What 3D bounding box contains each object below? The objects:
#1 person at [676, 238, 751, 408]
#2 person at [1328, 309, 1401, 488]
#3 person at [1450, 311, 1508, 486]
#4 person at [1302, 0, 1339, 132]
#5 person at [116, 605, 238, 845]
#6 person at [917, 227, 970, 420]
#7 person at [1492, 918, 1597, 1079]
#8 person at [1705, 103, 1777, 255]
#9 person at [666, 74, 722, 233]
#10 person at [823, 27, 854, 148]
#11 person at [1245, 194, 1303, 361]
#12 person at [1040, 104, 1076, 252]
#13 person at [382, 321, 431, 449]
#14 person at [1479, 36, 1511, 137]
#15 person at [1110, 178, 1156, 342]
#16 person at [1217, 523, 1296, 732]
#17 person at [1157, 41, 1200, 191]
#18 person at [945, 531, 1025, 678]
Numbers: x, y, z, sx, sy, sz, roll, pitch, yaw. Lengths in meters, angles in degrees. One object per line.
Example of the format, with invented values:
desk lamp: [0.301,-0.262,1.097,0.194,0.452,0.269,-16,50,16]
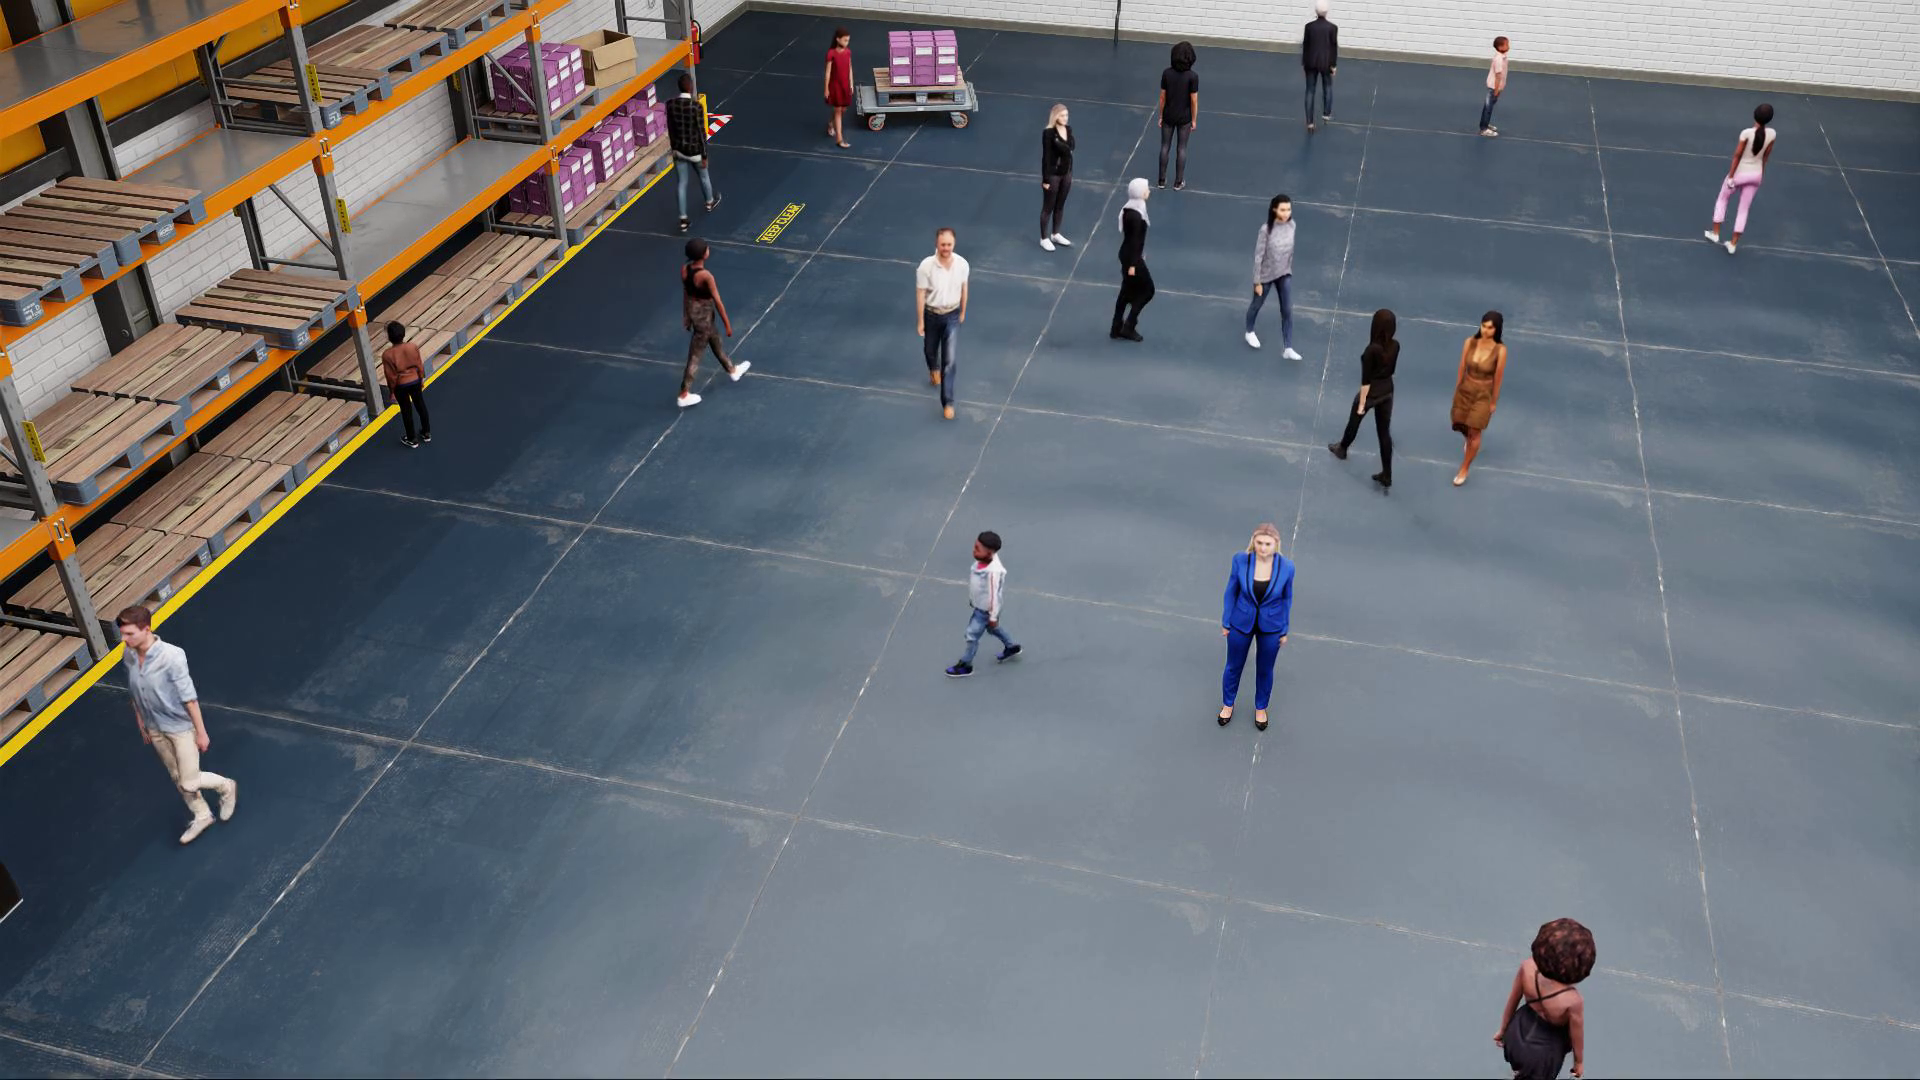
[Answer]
person: [-2.525,-2.036,15.867,0.981,1.647,1.245,28,43,35]
person: [3.721,-1.217,14.682,1.016,1.594,1.128,-14,36,-20]
person: [4.605,-1.287,14.709,0.738,1.681,0.864,25,41,32]
person: [4.818,-6.299,22.217,0.830,1.756,0.965,14,36,20]
person: [-5.088,1.156,10.894,0.673,1.836,0.710,11,35,16]
person: [-0.193,-2.170,15.910,0.956,1.822,1.320,-2,34,-4]
person: [2.915,2.696,8.638,0.883,1.768,0.818,-18,38,-25]
person: [8.943,-4.078,18.866,0.671,1.728,0.791,2,34,3]
person: [-3.219,-4.487,19.439,0.710,1.774,1.150,7,34,10]
person: [-1.633,-6.015,21.961,0.923,1.527,0.920,-20,39,-28]
person: [3.116,-2.709,16.835,1.017,1.695,1.149,-12,35,-18]
person: [1.104,-4.166,19.037,0.658,1.686,0.759,-26,41,-33]
person: [-5.107,-1.448,15.336,0.562,1.255,0.658,-28,43,-35]
person: [7.161,-6.096,22.282,0.562,1.307,0.405,7,34,11]
person: [1.665,-2.833,16.960,0.767,1.764,0.680,-3,34,-4]
person: [2.111,0.604,11.846,0.631,1.700,0.549,6,34,9]
person: [2.665,-5.224,20.500,0.631,1.827,0.534,10,35,15]
person: [0.251,0.460,12.477,0.783,1.242,0.858,-6,34,-8]
